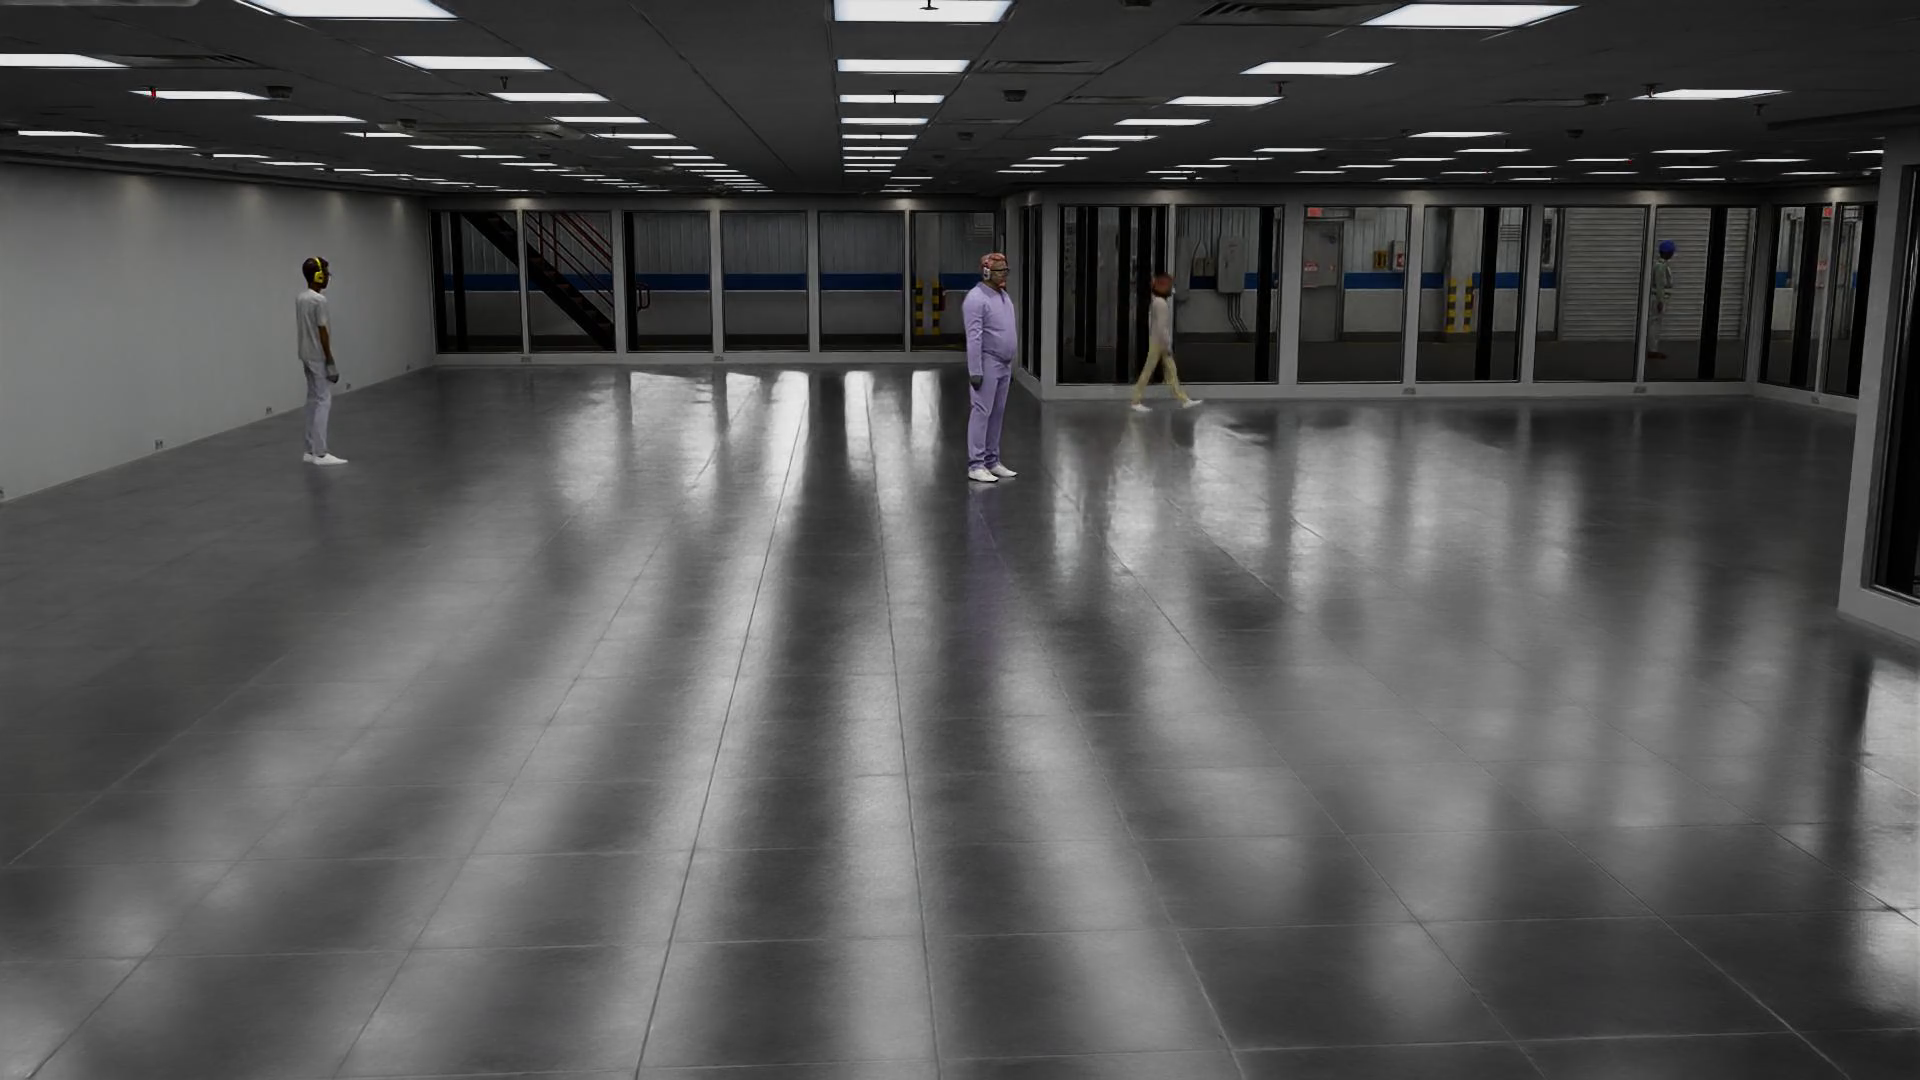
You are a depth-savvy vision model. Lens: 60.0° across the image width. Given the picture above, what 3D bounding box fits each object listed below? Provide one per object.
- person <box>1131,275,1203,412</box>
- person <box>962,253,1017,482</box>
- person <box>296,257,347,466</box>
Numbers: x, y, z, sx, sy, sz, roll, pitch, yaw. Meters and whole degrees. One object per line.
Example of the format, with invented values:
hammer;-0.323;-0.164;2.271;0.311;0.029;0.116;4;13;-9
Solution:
person;2.387;-2.265;19.247;0.856;1.581;0.519;2;11;9
person;0.283;-1.450;14.007;0.403;1.906;0.652;6;12;27
person;-5.775;-1.599;14.956;0.324;1.861;0.500;-9;14;-39
